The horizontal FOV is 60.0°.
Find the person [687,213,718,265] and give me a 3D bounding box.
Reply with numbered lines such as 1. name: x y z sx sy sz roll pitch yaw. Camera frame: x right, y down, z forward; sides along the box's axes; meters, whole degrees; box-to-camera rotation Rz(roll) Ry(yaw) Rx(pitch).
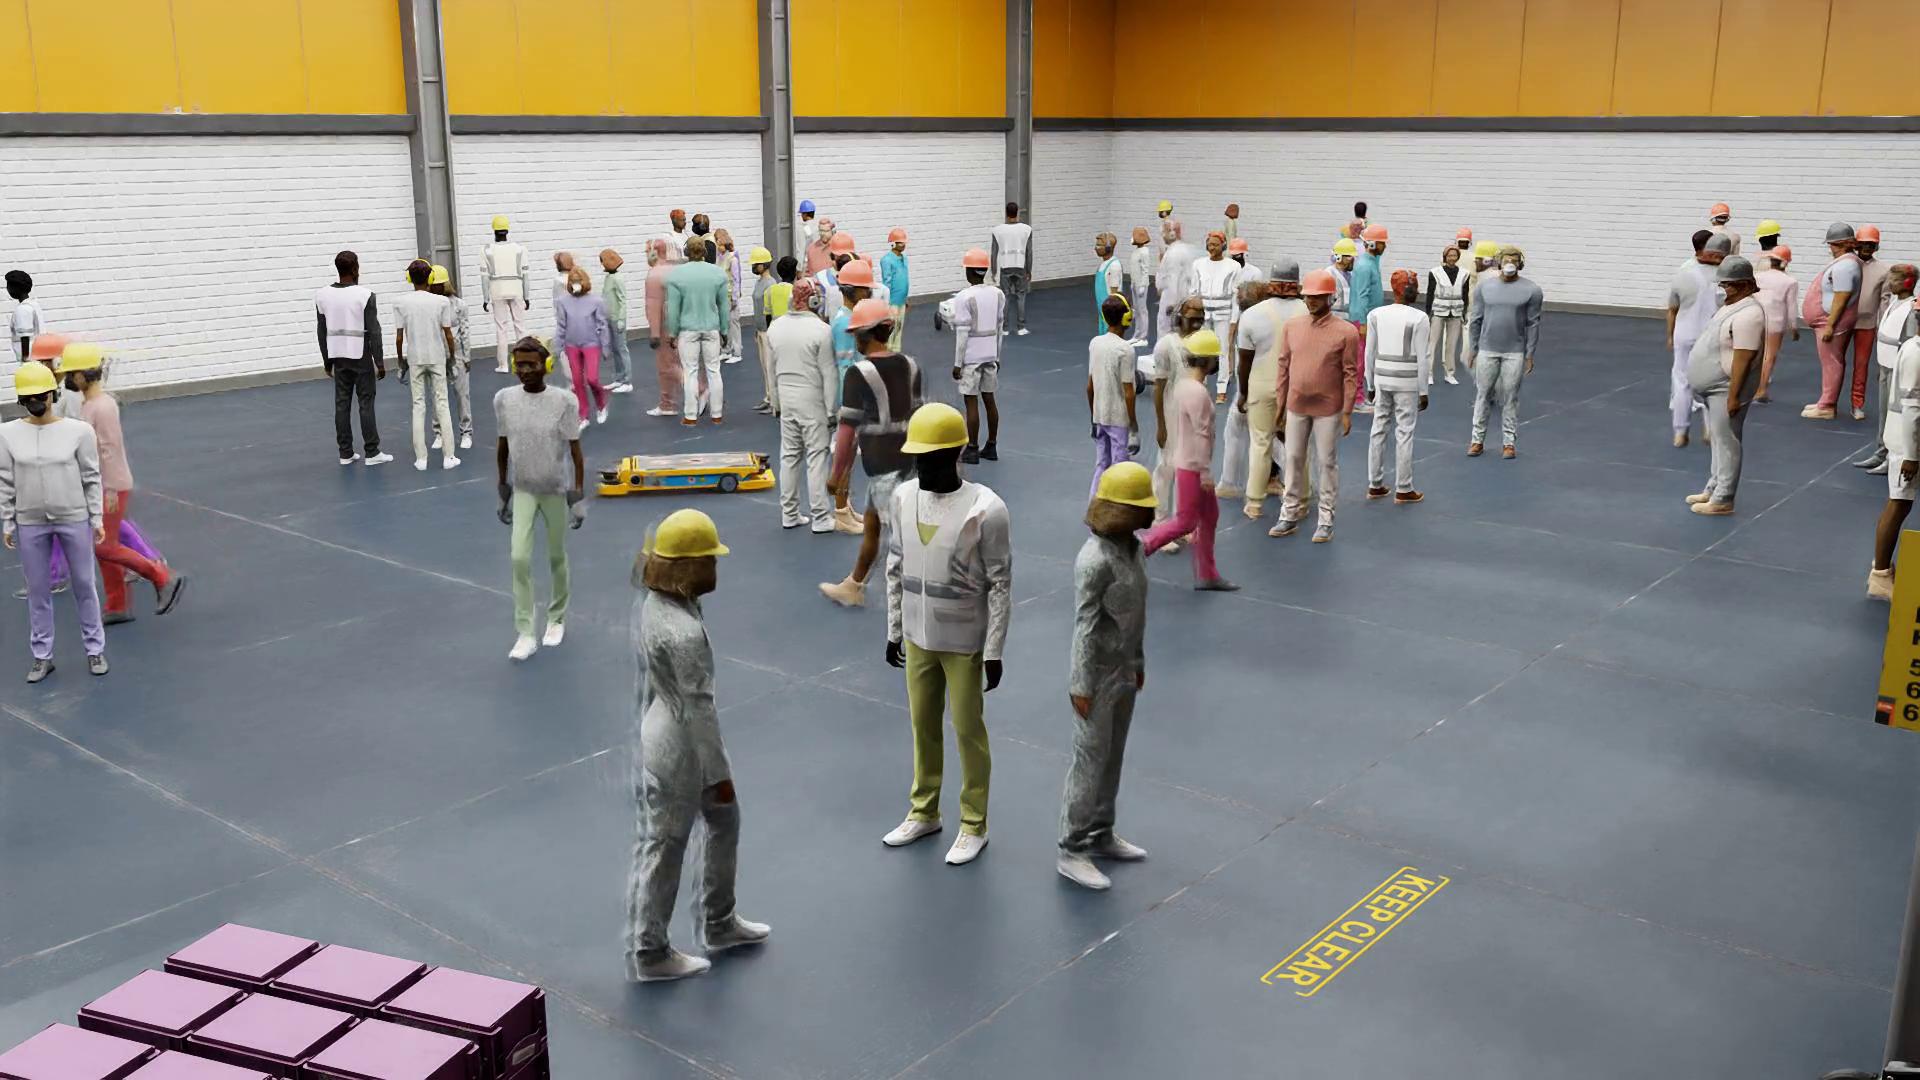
1. person: -3.464 -3.465 22.425 0.429 1.844 0.625 -5 15 -19

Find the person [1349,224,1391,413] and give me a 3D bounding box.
1. person: 4.328 -2.347 17.665 0.407 1.986 0.614 5 15 19

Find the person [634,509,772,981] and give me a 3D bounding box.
1. person: -0.893 0.731 5.881 0.658 1.718 0.517 -5 15 -18

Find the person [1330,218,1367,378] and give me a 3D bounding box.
1. person: 4.768 -2.912 20.080 0.401 1.910 0.640 -11 18 -38

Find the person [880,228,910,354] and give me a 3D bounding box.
1. person: -0.782 -3.019 20.816 0.340 1.752 0.564 7 16 25

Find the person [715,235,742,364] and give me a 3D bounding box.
1. person: -2.984 -3.090 21.333 0.312 1.642 0.512 -9 17 -33

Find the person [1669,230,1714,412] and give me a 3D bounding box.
1. person: 7.844 -2.347 17.798 0.391 1.922 0.593 12 18 39

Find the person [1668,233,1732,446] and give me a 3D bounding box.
1. person: 7.155 -1.947 15.956 0.701 2.000 0.915 8 16 30

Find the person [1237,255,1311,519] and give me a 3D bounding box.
1. person: 2.471 -1.178 12.880 0.676 2.000 0.536 1 14 5

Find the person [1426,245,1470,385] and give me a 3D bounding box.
1. person: 5.718 -2.640 19.534 0.517 1.639 0.314 -1 14 -4

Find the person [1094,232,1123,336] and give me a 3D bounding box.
1. person: 1.659 -2.532 18.720 0.342 1.841 0.512 -3 14 -11

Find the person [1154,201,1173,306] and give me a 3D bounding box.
1. person: 3.446 -4.812 27.982 0.340 1.761 0.524 -2 14 -9

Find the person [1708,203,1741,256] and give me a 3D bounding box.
1. person: 10.037 -3.477 22.159 0.624 1.992 0.386 -2 14 -8

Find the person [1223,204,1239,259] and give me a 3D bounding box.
1. person: 4.820 -5.182 29.740 0.291 1.627 0.494 1 14 5

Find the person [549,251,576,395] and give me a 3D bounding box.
1. person: -4.430 -2.430 18.719 0.367 1.621 0.530 4 15 16

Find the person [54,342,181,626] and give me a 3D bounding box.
1. person: -5.125 -0.326 10.051 0.461 1.751 0.537 -12 18 -40

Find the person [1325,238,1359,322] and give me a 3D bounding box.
1. person: 4.078 -2.331 17.940 0.404 1.823 0.591 13 19 42

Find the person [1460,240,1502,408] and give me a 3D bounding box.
1. person: 5.639 -2.305 17.850 0.428 1.811 0.610 10 17 34

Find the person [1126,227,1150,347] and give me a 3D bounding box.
1. person: 2.464 -3.493 22.958 0.284 1.633 0.497 -3 14 -11

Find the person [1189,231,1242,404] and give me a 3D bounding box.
1. person: 2.776 -2.435 18.228 0.576 1.882 0.355 6 15 22

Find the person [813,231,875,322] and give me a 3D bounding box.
1. person: -1.098 -1.923 15.896 0.615 2.028 0.409 -5 15 -19

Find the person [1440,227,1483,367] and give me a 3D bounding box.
1. person: 6.317 -3.060 20.977 0.562 1.756 0.318 4 15 17

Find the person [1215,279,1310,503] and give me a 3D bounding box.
1. person: 2.419 -1.185 13.377 0.824 1.814 0.497 11 18 38

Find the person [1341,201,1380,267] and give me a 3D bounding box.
1. person: 5.987 -4.124 24.948 0.597 1.899 0.800 3 14 11

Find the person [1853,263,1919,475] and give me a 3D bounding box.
1. person: 8.167 -1.482 14.489 0.389 1.847 0.563 3 14 12

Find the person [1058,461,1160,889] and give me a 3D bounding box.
1. person: 0.616 0.532 6.673 0.343 1.734 0.496 8 16 30

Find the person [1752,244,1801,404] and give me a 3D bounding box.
1. person: 8.908 -2.360 18.234 0.483 1.733 0.563 -6 15 -23

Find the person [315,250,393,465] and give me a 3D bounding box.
1. person: -5.449 -1.624 14.911 0.596 1.916 0.374 3 14 11

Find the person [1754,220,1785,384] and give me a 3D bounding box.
1. person: 9.470 -2.794 19.587 0.381 1.918 0.585 4 15 17

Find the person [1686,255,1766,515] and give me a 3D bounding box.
1. person: 5.989 -1.225 13.069 0.535 2.000 0.679 4 14 14

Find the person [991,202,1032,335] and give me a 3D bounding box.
1. person: 0.754 -3.933 24.168 0.599 1.911 0.393 0 14 -1

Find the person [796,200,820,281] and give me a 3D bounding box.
1. person: -2.178 -3.965 24.235 0.413 1.938 0.595 9 17 33

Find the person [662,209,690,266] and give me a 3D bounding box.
1. person: -3.837 -3.576 22.788 0.355 1.882 0.575 5 15 19
